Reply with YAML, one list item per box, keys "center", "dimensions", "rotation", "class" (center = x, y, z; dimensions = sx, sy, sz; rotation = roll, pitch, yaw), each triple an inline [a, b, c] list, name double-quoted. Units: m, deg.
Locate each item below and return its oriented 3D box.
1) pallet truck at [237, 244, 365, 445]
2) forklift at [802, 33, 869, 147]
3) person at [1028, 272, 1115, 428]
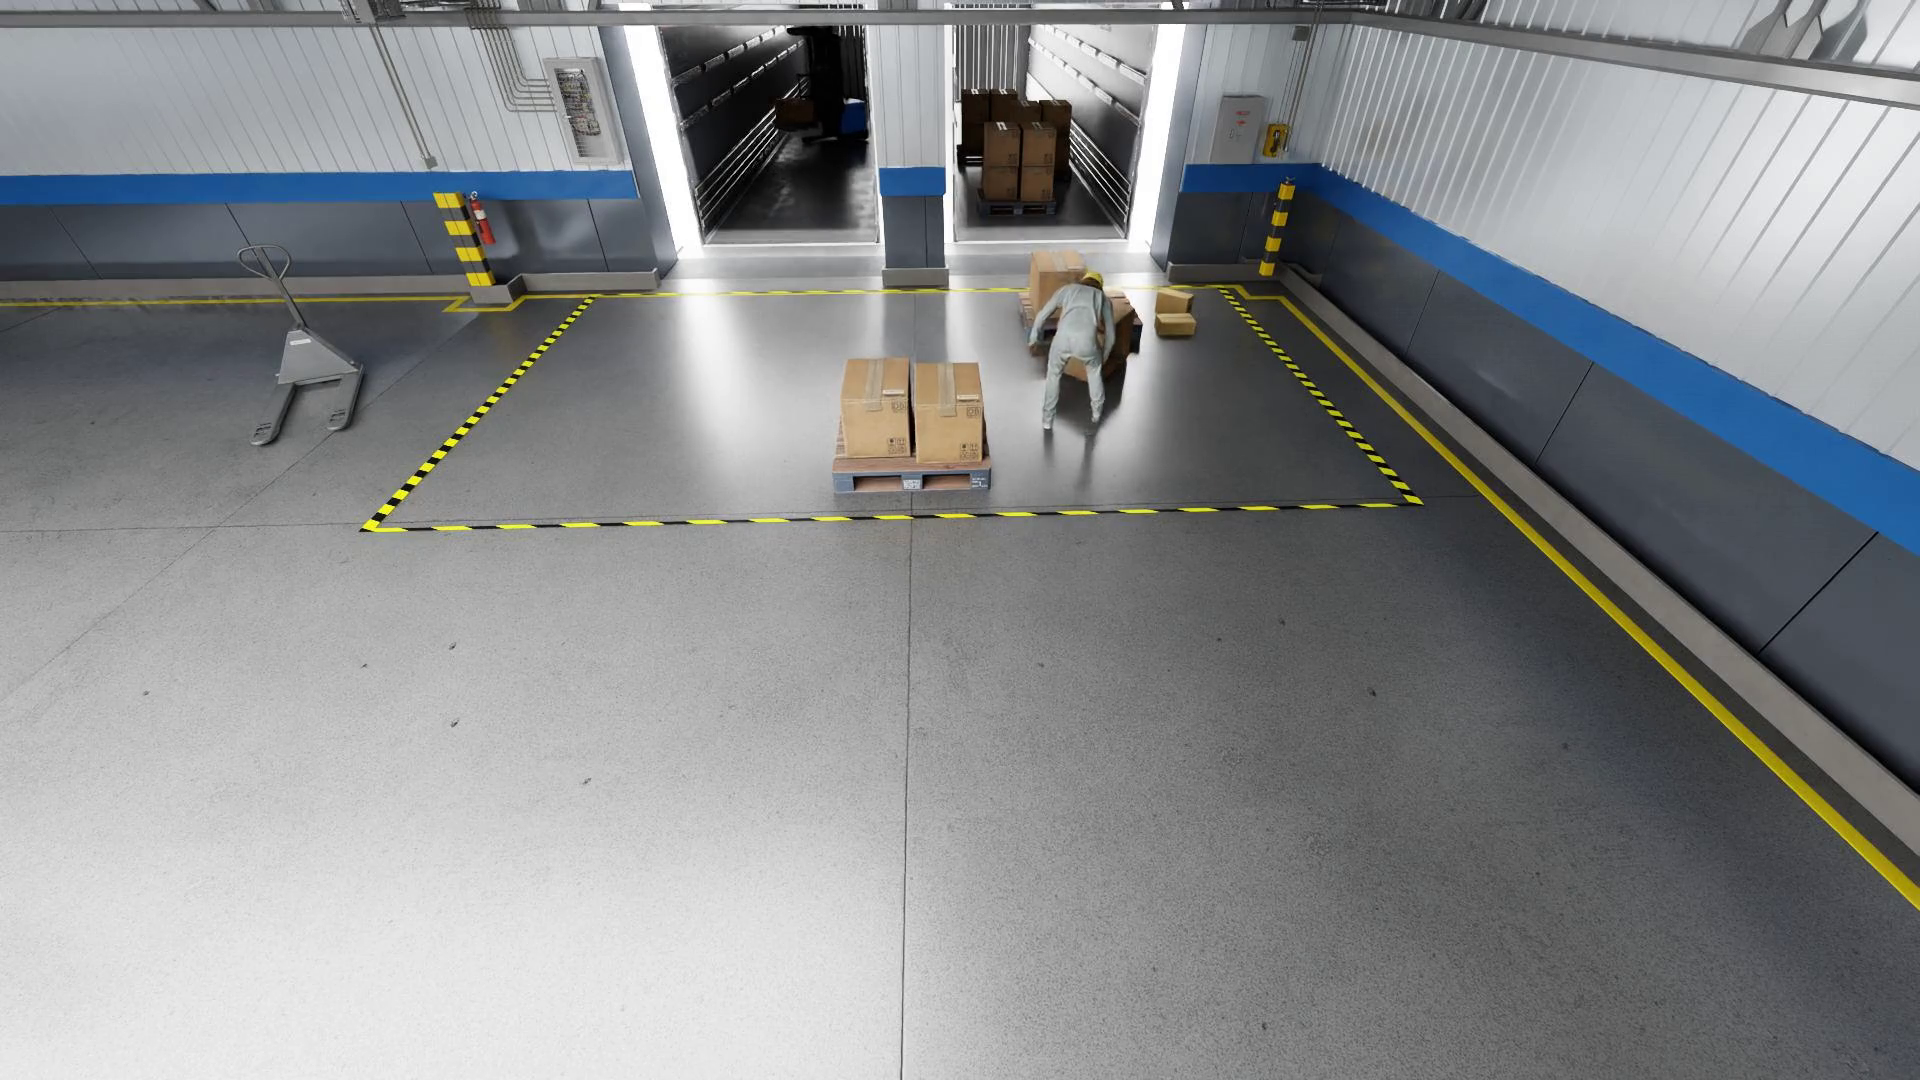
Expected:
- center: [-5.915, -1.733, 6.366]
  dimensions: [0.680, 1.201, 1.601]
  rotation: [-18, 42, -21]
  class: "pallet truck"
- center: [-2.583, -9.725, 15.793]
  dimensions: [0.776, 2.013, 0.716]
  rotation: [-28, 46, -30]
  class: "forklift"
- center: [0.938, -1.598, 6.258]
  dimensions: [0.714, 1.166, 0.832]
  rotation: [6, 39, 7]
  class: "person"
